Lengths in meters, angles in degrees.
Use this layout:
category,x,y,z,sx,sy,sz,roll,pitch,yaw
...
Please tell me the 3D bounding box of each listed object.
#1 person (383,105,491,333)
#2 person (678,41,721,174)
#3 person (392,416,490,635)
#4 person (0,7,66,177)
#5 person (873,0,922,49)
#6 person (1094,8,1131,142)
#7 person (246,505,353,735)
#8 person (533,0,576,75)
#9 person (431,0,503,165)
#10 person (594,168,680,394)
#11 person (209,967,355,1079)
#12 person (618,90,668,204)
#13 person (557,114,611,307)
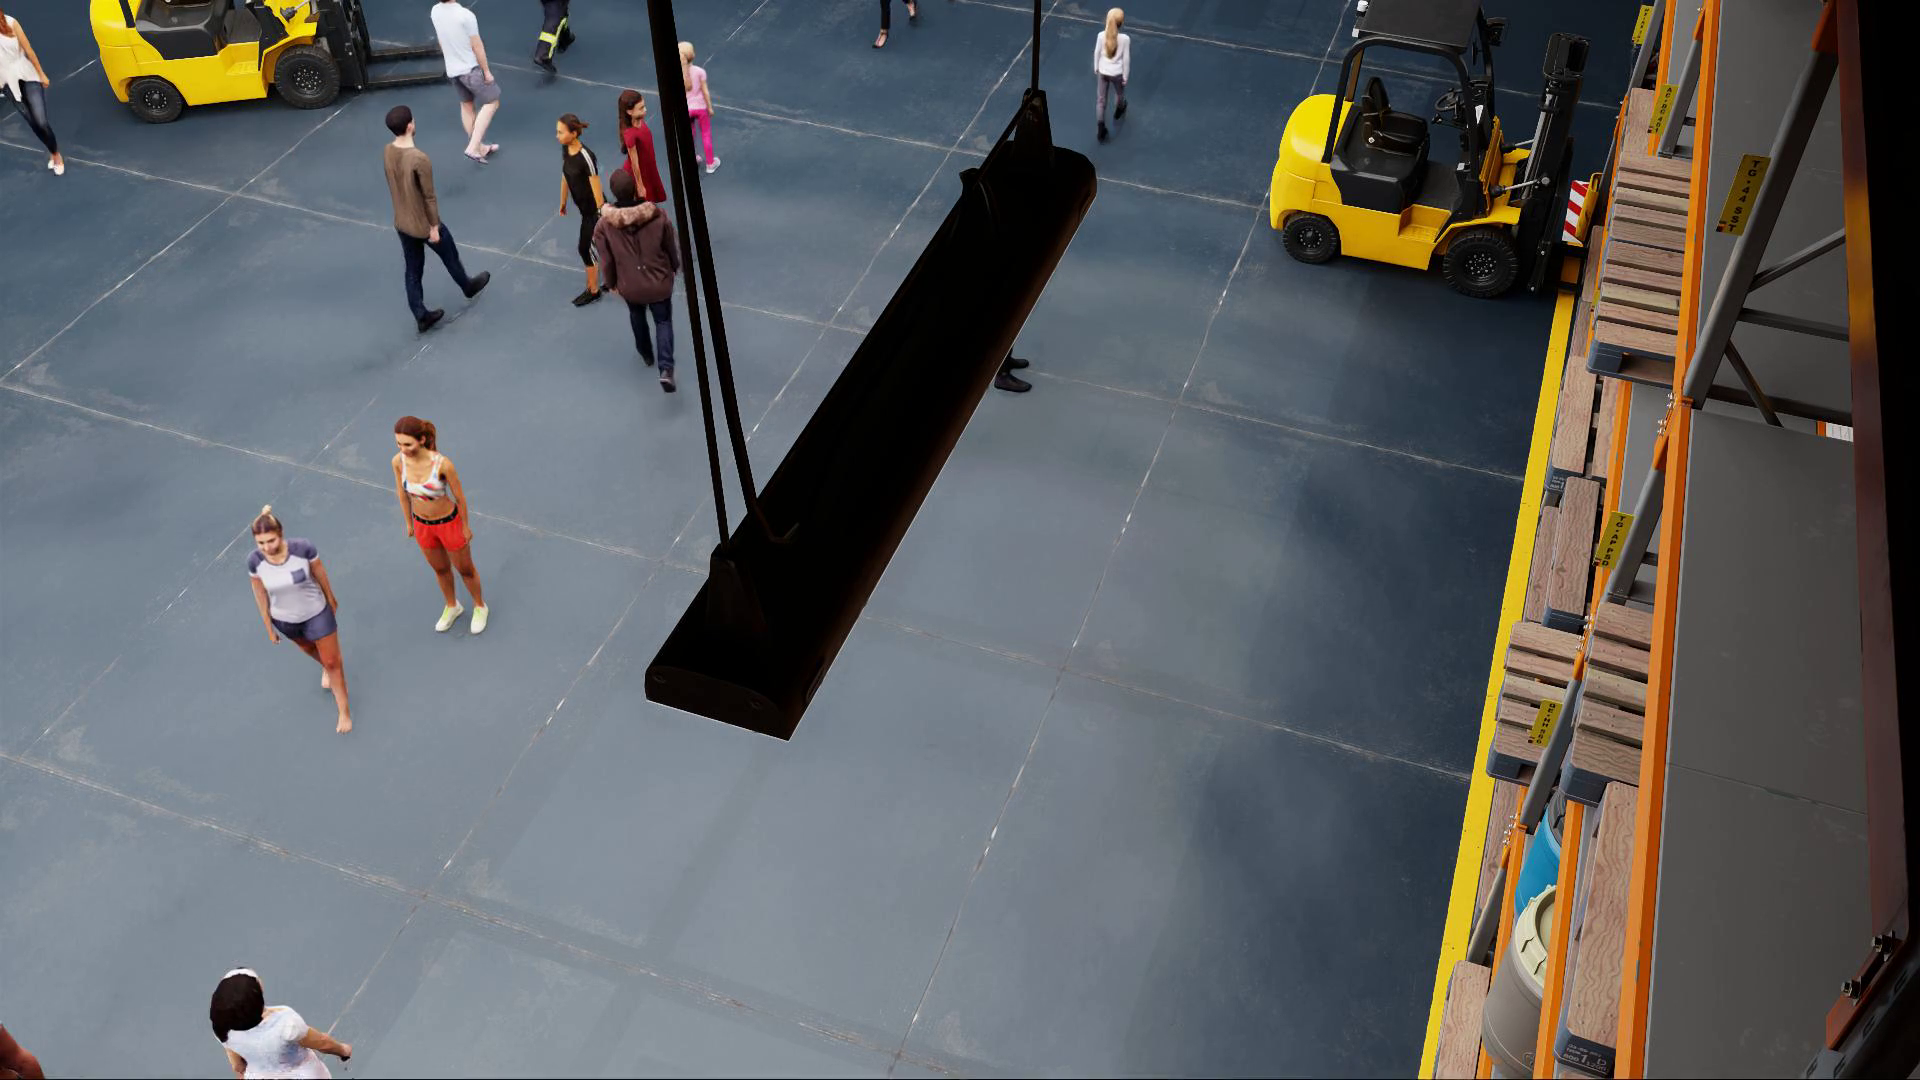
category,x,y,z,sx,sy,sz,roll,pitch,yaw
person,-4.366,-2.488,13.267,0.741,1.838,1.067,21,48,21
person,-2.442,-3.958,15.221,0.522,1.271,0.556,9,44,9
person,-3.373,-0.102,10.798,0.628,1.789,0.599,5,44,5
person,-8.538,-4.215,15.128,0.772,1.772,0.814,-8,44,-9
person,-0.682,-5.913,16.980,0.854,1.676,1.135,30,51,28
person,1.402,-4.359,15.657,0.526,1.251,0.853,12,45,12
person,-4.124,0.400,10.420,0.892,1.583,1.036,-10,44,-10
person,-4.138,-5.603,16.457,0.779,1.948,1.158,16,46,16
person,-4.535,-4.220,15.096,0.716,1.824,0.773,20,47,19
person,-2.408,-1.953,12.718,1.073,1.822,1.227,-7,44,-8
person,-3.181,2.690,7.871,0.813,1.785,1.078,5,44,5
person,-2.722,-3.112,14.130,0.684,1.552,0.623,1,44,1
person,-2.971,-2.783,13.712,0.910,1.652,0.824,-25,49,-24
